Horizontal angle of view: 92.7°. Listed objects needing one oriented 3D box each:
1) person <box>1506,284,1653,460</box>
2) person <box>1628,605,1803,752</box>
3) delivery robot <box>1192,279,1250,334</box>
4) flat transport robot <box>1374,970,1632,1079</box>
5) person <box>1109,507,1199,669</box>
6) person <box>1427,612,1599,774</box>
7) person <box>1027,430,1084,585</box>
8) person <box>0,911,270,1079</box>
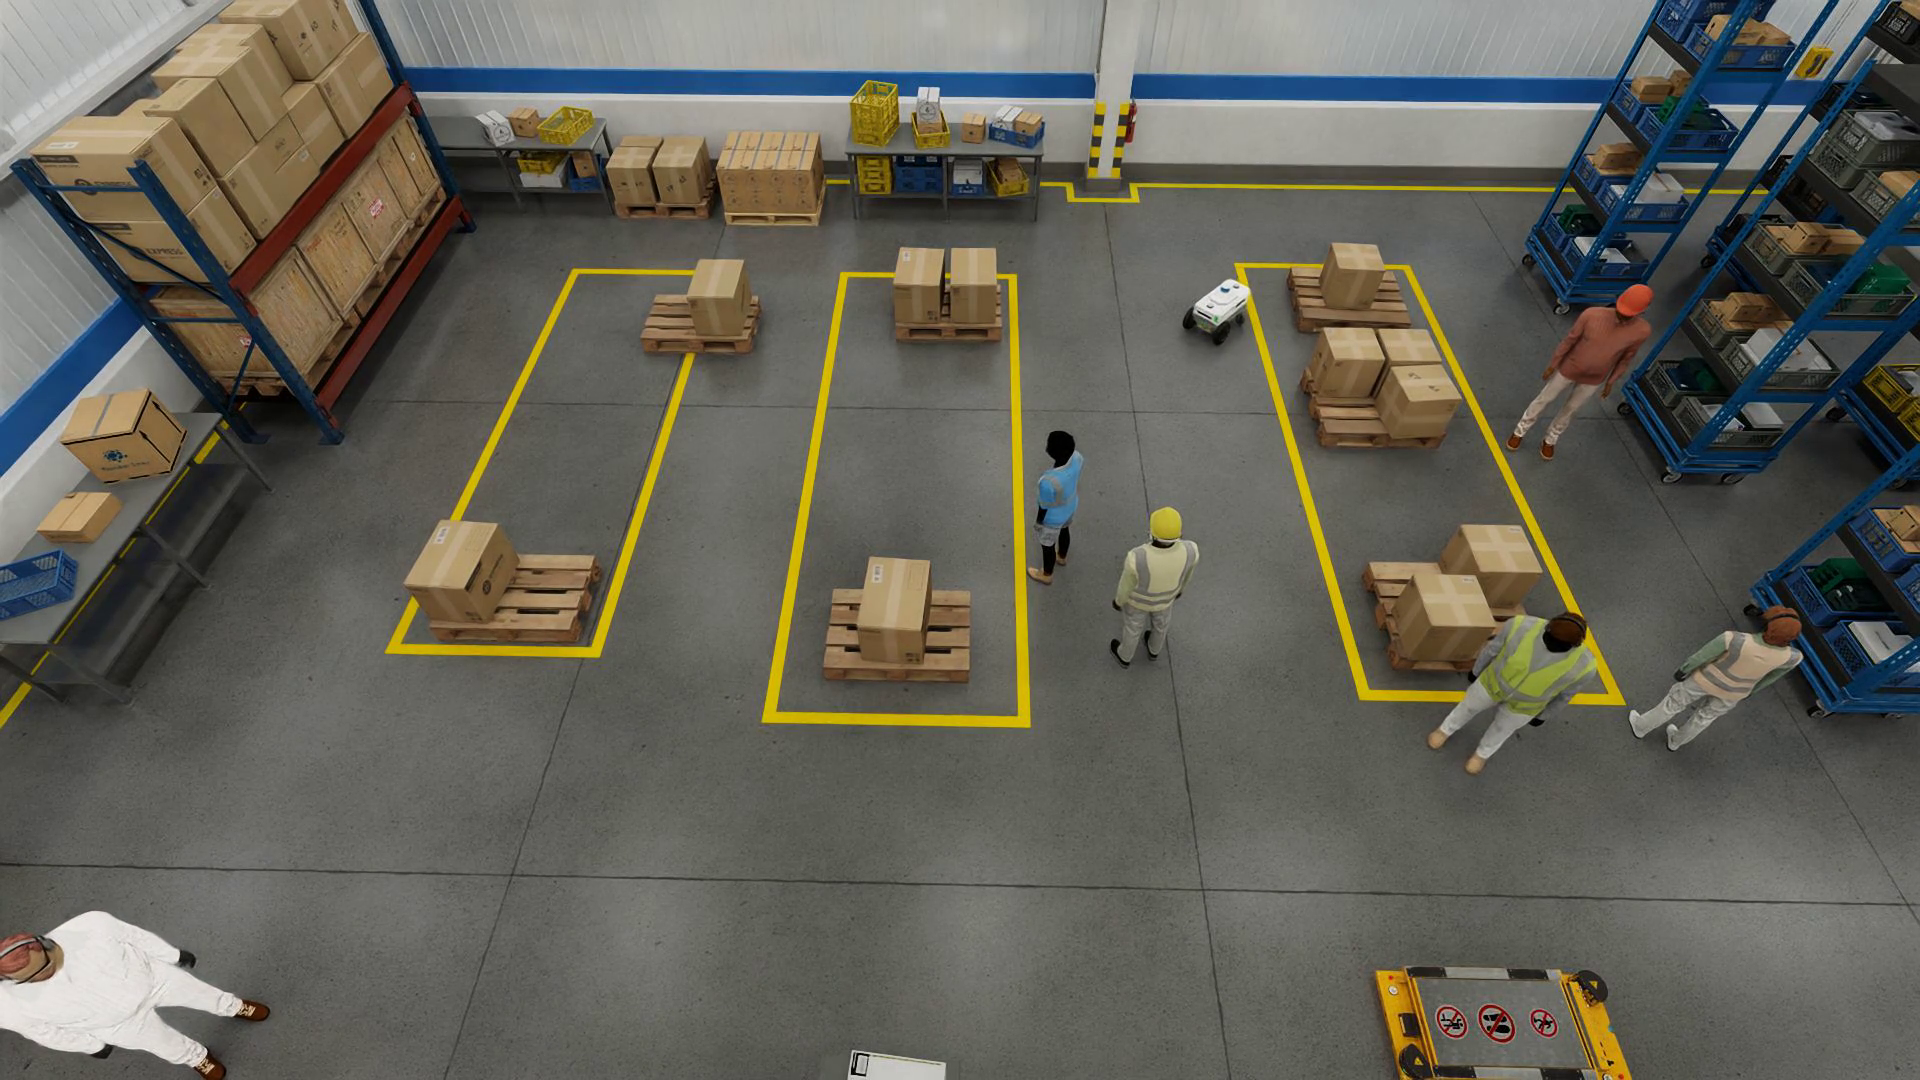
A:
[{"bbox_3d":[5.875,-1.573,8.652,0.609,1.986,0.391,21,54,16],"label":"person"},{"bbox_3d":[5.566,1.048,6.743,0.514,1.633,0.313,19,53,15],"label":"person"},{"bbox_3d":[2.972,-2.690,10.421,0.477,0.478,0.707,37,60,26],"label":"delivery robot"},{"bbox_3d":[3.501,3.133,5.914,1.431,0.197,0.652,1,51,1],"label":"flat transport robot"},{"bbox_3d":[1.481,0.392,7.147,0.587,1.835,0.404,-10,52,-8],"label":"person"},{"bbox_3d":[3.963,1.081,6.588,0.429,1.835,0.615,-37,59,-26],"label":"person"},{"bbox_3d":[0.814,-0.268,7.777,0.318,1.690,0.527,31,57,23],"label":"person"},{"bbox_3d":[-4.764,2.642,5.271,0.406,1.902,0.636,16,53,13],"label":"person"}]
